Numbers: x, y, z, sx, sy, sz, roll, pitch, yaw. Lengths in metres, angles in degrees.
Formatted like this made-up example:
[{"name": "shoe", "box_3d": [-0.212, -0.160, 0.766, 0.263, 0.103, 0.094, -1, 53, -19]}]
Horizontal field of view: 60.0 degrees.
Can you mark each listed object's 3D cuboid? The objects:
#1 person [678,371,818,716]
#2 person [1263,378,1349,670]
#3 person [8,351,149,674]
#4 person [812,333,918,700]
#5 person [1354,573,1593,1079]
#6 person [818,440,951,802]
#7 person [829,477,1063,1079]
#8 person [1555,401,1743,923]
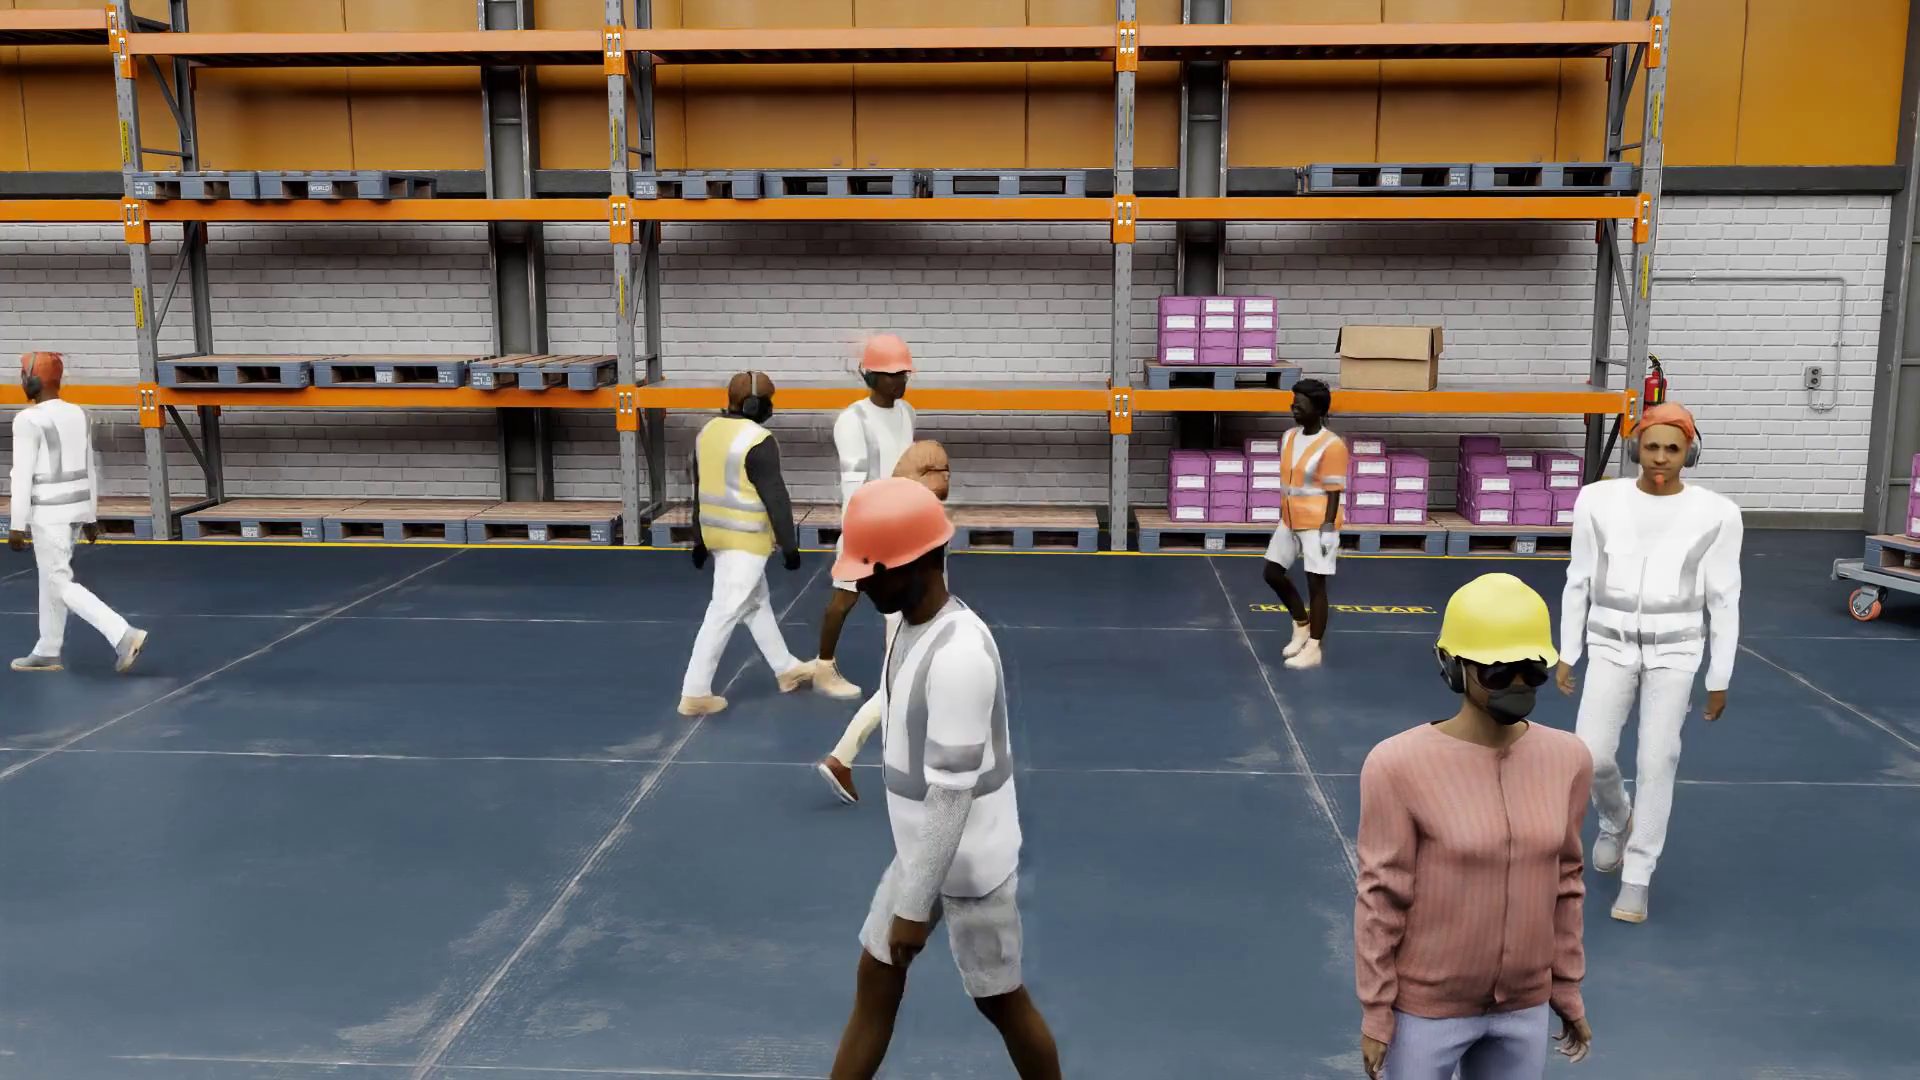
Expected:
[{"name": "person", "box_3d": [-1.120, 0.006, 8.759, 0.978, 1.781, 0.634, -7, 12, -37]}, {"name": "person", "box_3d": [1.988, -0.086, 9.554, 0.366, 1.685, 0.551, -5, 11, -27]}, {"name": "person", "box_3d": [-5.036, -0.138, 9.401, 0.840, 1.862, 0.582, 1, 10, 4]}, {"name": "person", "box_3d": [-0.385, -0.085, 8.715, 1.067, 1.976, 0.627, 7, 12, 36]}, {"name": "person", "box_3d": [1.040, 0.935, 3.368, 0.524, 1.769, 0.315, -3, 10, -16]}, {"name": "person", "box_3d": [-0.231, 0.362, 7.193, 0.755, 1.604, 0.512, -5, 11, -28]}, {"name": "person", "box_3d": [-0.107, 0.763, 4.076, 0.981, 1.864, 0.612, -3, 10, -16]}, {"name": "person", "box_3d": [2.478, 0.430, 6.012, 0.612, 1.870, 0.472, 6, 11, 30]}]
